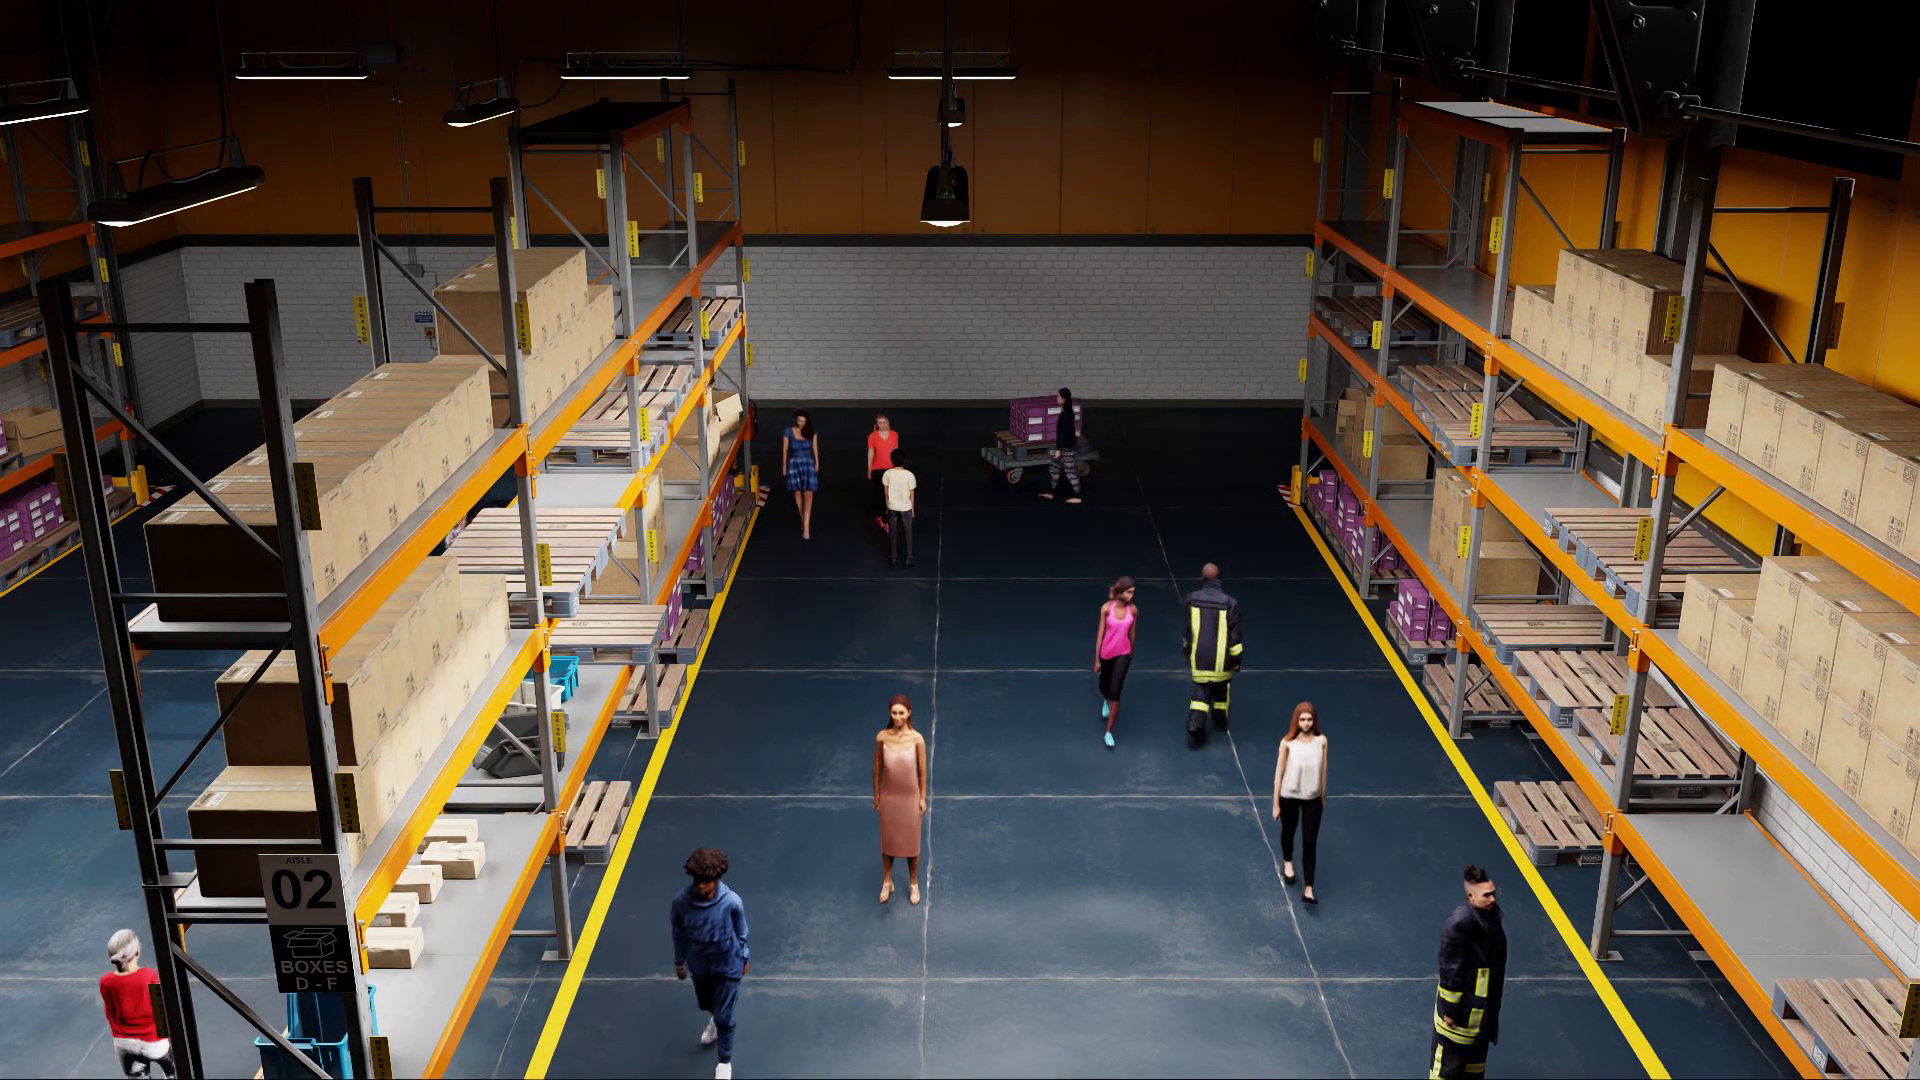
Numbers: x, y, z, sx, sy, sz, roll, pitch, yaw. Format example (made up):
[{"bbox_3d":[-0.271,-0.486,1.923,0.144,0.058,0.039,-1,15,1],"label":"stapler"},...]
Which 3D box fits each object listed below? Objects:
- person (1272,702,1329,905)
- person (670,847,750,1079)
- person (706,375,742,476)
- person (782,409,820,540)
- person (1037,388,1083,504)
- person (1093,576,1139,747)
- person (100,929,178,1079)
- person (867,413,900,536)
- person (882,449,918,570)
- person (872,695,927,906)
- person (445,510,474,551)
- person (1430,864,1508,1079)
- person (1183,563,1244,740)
[{"bbox_3d":[2.804,2.111,13.806,0.637,1.686,1.019,1,19,2],"label":"person"},{"bbox_3d":[-1.670,2.860,11.458,0.766,1.765,1.045,3,19,10],"label":"person"},{"bbox_3d":[-3.686,-1.722,25.274,1.005,1.632,1.138,9,21,26],"label":"person"},{"bbox_3d":[-2.166,-0.931,22.714,0.702,1.766,0.950,-1,19,-4],"label":"person"},{"bbox_3d":[1.626,-1.348,24.042,0.698,1.709,0.822,1,19,3],"label":"person"},{"bbox_3d":[1.533,1.152,16.678,0.642,1.671,1.162,2,19,7],"label":"person"},{"bbox_3d":[-5.139,3.244,10.448,0.629,1.681,0.683,-4,19,-10],"label":"person"},{"bbox_3d":[-1.085,-0.949,22.931,0.839,1.661,1.046,-8,20,-24],"label":"person"},{"bbox_3d":[-0.775,-0.404,21.427,0.631,1.587,0.549,4,19,11],"label":"person"},{"bbox_3d":[-0.484,2.113,13.573,0.598,1.831,0.523,1,19,4],"label":"person"},{"bbox_3d":[-5.515,0.444,18.703,0.623,1.719,0.902,-1,19,-3],"label":"person"},{"bbox_3d":[3.355,2.973,10.971,0.879,1.861,0.923,-15,24,-38],"label":"person"},{"bbox_3d":[2.470,1.137,16.540,1.043,1.787,1.241,8,20,23],"label":"person"}]
